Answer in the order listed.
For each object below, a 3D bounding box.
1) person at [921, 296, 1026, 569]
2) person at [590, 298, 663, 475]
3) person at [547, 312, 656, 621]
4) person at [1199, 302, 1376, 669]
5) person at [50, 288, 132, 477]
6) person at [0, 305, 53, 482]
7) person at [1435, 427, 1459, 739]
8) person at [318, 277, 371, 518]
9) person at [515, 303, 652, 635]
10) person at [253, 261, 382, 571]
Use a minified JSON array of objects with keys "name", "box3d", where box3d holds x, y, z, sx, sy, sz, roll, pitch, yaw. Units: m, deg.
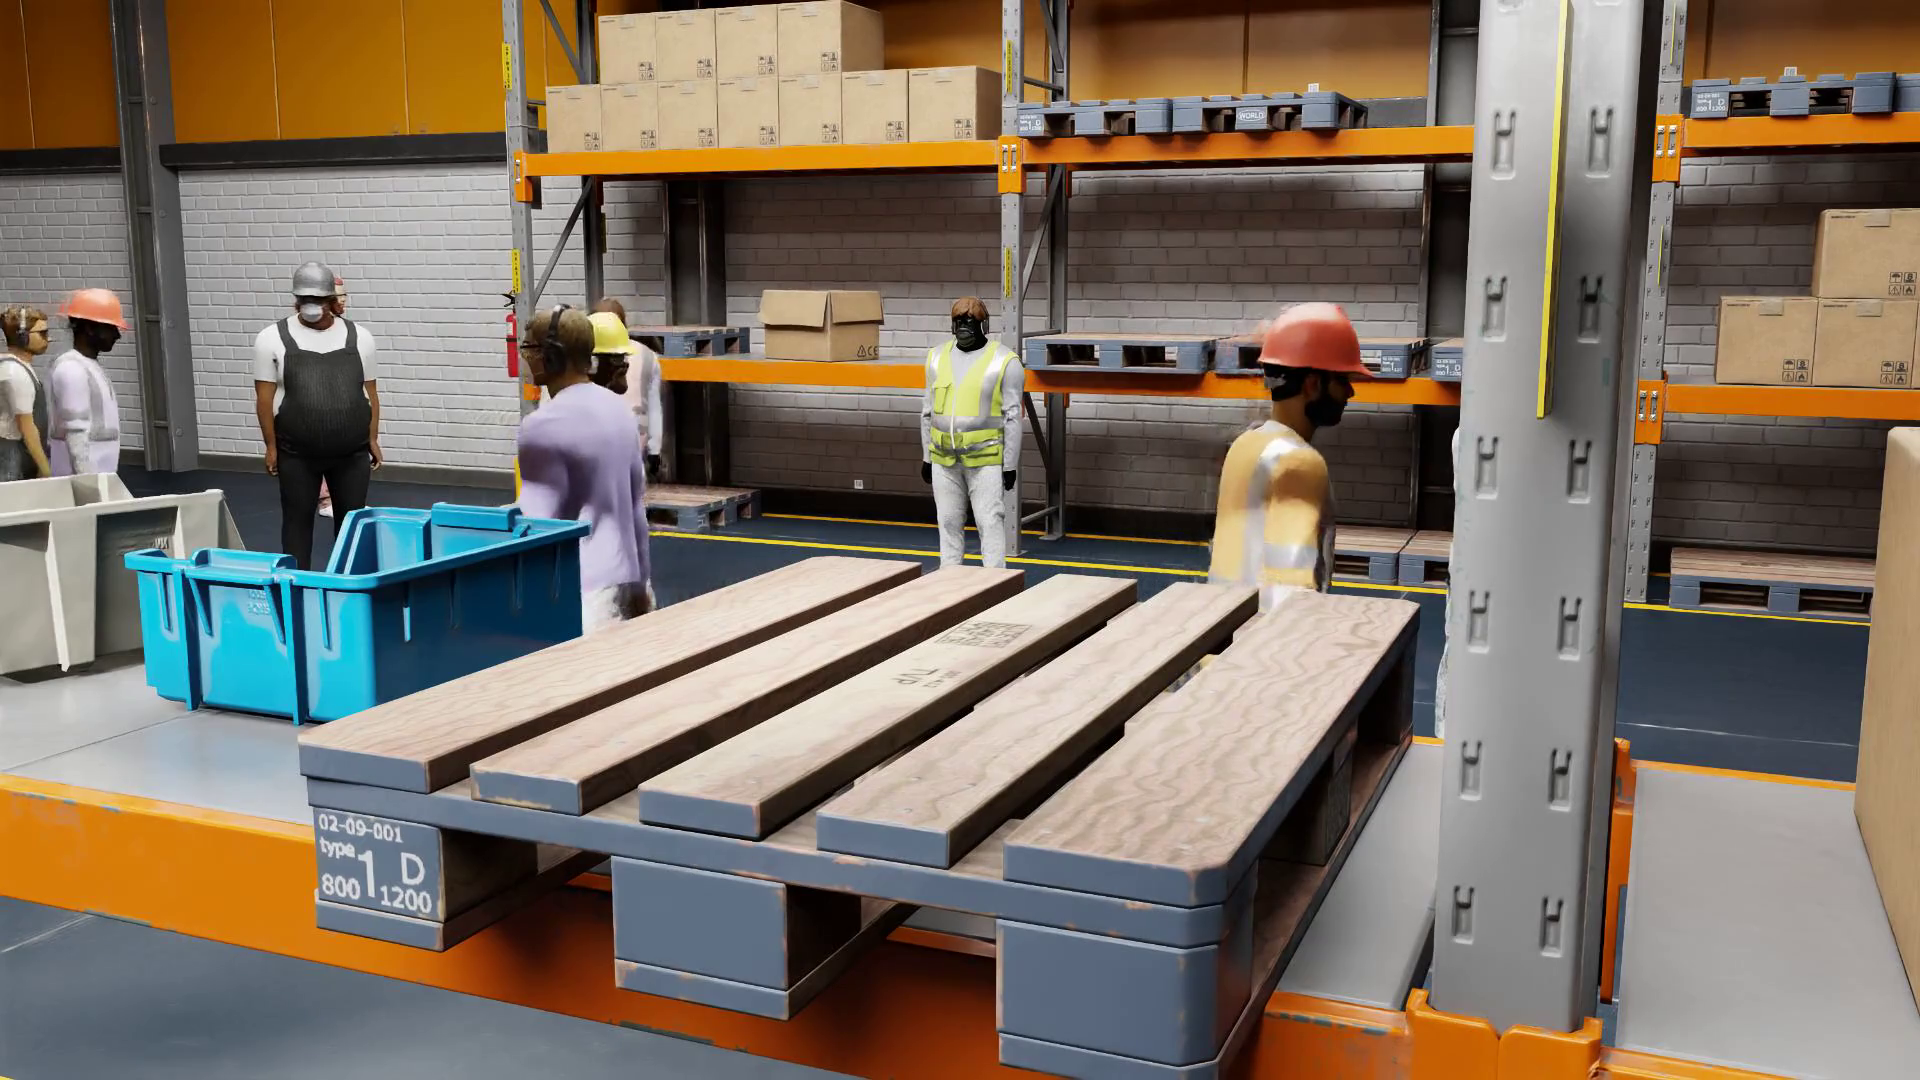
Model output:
[{"name":"person","box3d":[0.053,-0.460,9.466,0.625,1.837,0.428,5,11,26]},{"name":"person","box3d":[-2.210,-0.584,10.301,0.627,1.799,0.932,-7,12,-34]},{"name":"person","box3d":[-1.559,-0.059,7.104,0.459,1.819,0.595,3,10,20]},{"name":"person","box3d":[0.774,0.340,4.379,0.605,1.919,0.568,-2,10,-10]},{"name":"person","box3d":[-4.593,-0.338,8.565,0.845,1.904,0.583,-2,10,-13]},{"name":"person","box3d":[-5.220,-0.398,9.223,0.993,1.797,0.507,-4,10,-23]},{"name":"person","box3d":[2.063,0.088,6.431,0.297,1.745,0.484,9,13,42]},{"name":"person","box3d":[-4.971,-1.132,13.260,0.409,1.905,0.651,0,9,2]},{"name":"person","box3d":[-1.265,0.166,5.548,1.030,1.893,0.643,2,10,11]},{"name":"person","box3d":[-3.642,-0.579,9.538,0.684,2.000,0.535,-6,11,-31]}]
